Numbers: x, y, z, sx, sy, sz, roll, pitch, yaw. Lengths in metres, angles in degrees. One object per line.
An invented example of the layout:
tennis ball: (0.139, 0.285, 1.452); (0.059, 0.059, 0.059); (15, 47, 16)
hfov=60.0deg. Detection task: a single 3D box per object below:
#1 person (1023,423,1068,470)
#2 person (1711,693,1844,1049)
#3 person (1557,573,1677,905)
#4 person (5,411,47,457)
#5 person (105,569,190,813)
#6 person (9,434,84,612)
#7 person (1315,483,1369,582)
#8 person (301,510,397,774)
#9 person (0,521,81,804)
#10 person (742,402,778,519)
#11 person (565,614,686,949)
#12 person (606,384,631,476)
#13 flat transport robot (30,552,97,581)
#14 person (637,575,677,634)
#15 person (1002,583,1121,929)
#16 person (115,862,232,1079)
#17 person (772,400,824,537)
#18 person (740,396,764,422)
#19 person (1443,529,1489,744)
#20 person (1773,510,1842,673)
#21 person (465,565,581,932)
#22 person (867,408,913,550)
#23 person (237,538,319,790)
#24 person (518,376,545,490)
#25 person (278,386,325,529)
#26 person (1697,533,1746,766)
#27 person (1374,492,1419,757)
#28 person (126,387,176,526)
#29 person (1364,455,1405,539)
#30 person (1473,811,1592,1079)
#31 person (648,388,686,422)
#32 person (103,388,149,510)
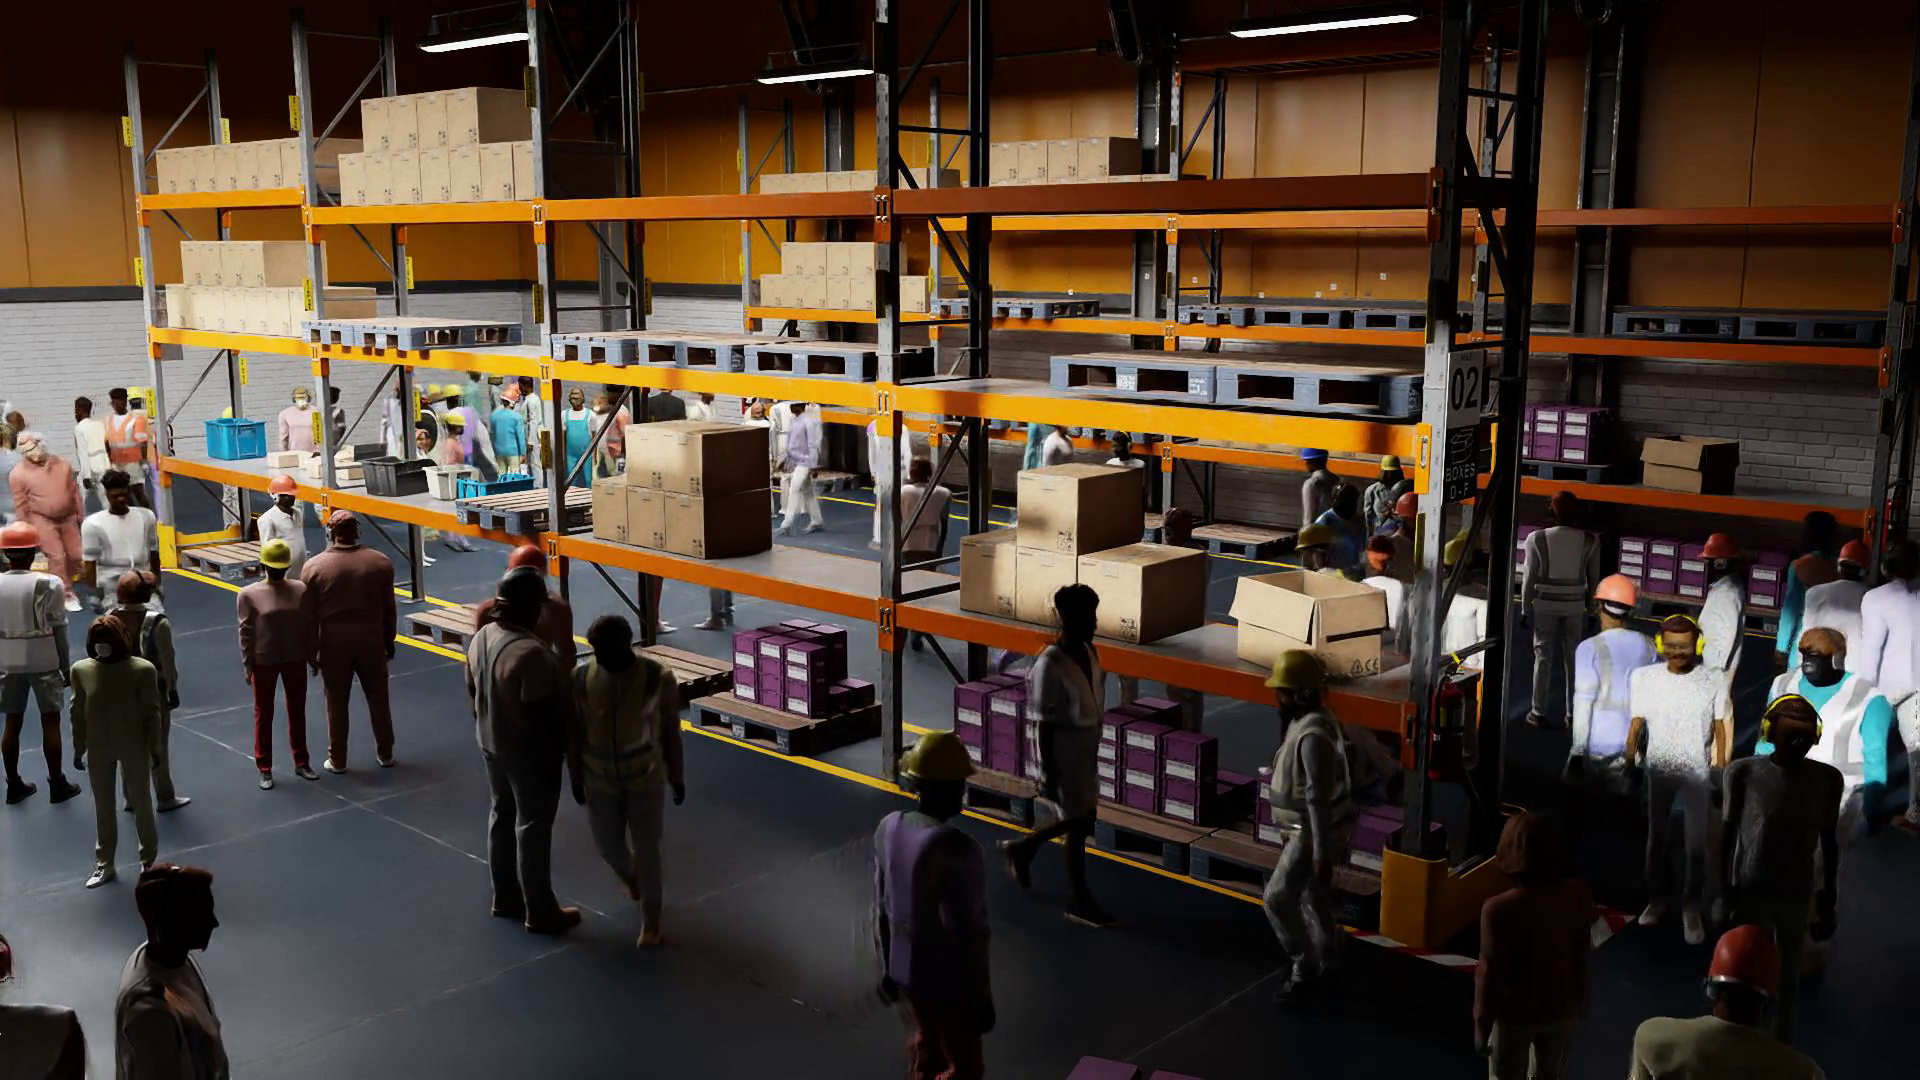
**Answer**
person: (1.074, -0.902, 20.978); (0.669, 1.994, 0.751); (-10, 14, -44)
person: (3.585, 1.573, 7.317); (0.517, 1.864, 0.332); (2, 10, 11)
person: (3.823, 1.154, 9.624); (0.577, 1.896, 0.913); (-4, 11, -22)
person: (-11.352, -0.685, 20.345); (0.971, 1.781, 0.552); (4, 11, 20)
person: (-5.467, 1.010, 11.121); (0.520, 1.636, 0.312); (2, 10, 12)
person: (-9.355, -0.175, 17.175); (0.490, 1.861, 0.670); (6, 12, 31)
person: (3.196, 0.409, 13.993); (0.645, 1.824, 0.431); (-8, 13, -37)
person: (-4.393, 0.728, 12.002); (0.642, 1.898, 0.395); (-5, 11, -27)
person: (-6.326, 0.833, 11.326); (0.542, 1.929, 0.396); (-1, 10, -4)
person: (-2.774, -1.091, 23.002); (0.515, 1.636, 0.315); (1, 10, 5)
person: (-1.819, 1.272, 9.127); (0.658, 1.821, 0.631); (0, 10, -1)
person: (-4.604, -1.172, 22.524); (0.369, 1.967, 0.601); (-3, 10, -16)
flat transport robot: (-10.361, 0.260, 19.221); (0.652, 0.197, 1.431); (-2, 10, -11)
person: (-3.011, -0.026, 16.221); (0.405, 1.909, 0.597); (-6, 12, -31)
person: (0.569, 1.176, 9.316); (0.739, 1.943, 0.612); (6, 12, 31)
person: (-2.473, 1.923, 5.291); (0.363, 1.877, 0.584); (-4, 11, -21)
person: (-2.160, -0.992, 21.671); (0.928, 1.909, 0.627); (-5, 11, -25)
person: (-3.040, -1.372, 24.291); (0.366, 1.743, 0.570); (2, 10, 14)
person: (3.691, 0.779, 12.162); (0.488, 1.737, 0.323); (1, 10, 7)
person: (6.197, 0.735, 11.976); (0.612, 1.899, 0.744); (-4, 11, -19)
person: (-2.400, 1.134, 9.277); (0.686, 2.000, 0.535); (10, 14, 44)
person: (-0.834, -0.772, 20.622); (0.696, 1.854, 0.349); (6, 12, 31)
person: (-4.761, 0.855, 11.656); (0.522, 1.763, 0.320); (-8, 13, -39)
person: (-6.282, -1.483, 24.441); (0.392, 1.914, 0.587); (-3, 10, -14)
person: (-8.747, -1.098, 22.216); (0.630, 1.932, 0.364); (-4, 11, -21)
person: (5.406, 0.818, 11.883); (0.340, 1.747, 0.569); (5, 11, 25)
person: (3.305, 0.618, 12.362); (0.620, 1.986, 0.409); (-6, 12, -31)
person: (-10.921, -1.093, 22.277); (0.680, 1.908, 0.445); (-4, 11, -19)
person: (4.246, 0.005, 16.502); (0.492, 1.742, 0.319); (0, 10, 2)
person: (2.229, 1.847, 6.422); (0.525, 1.617, 0.491); (-3, 11, -18)
person: (-4.225, -1.432, 23.989); (0.631, 1.980, 0.445); (2, 10, 10)
person: (-11.008, -1.037, 21.896); (0.654, 1.941, 0.522); (3, 10, 15)
